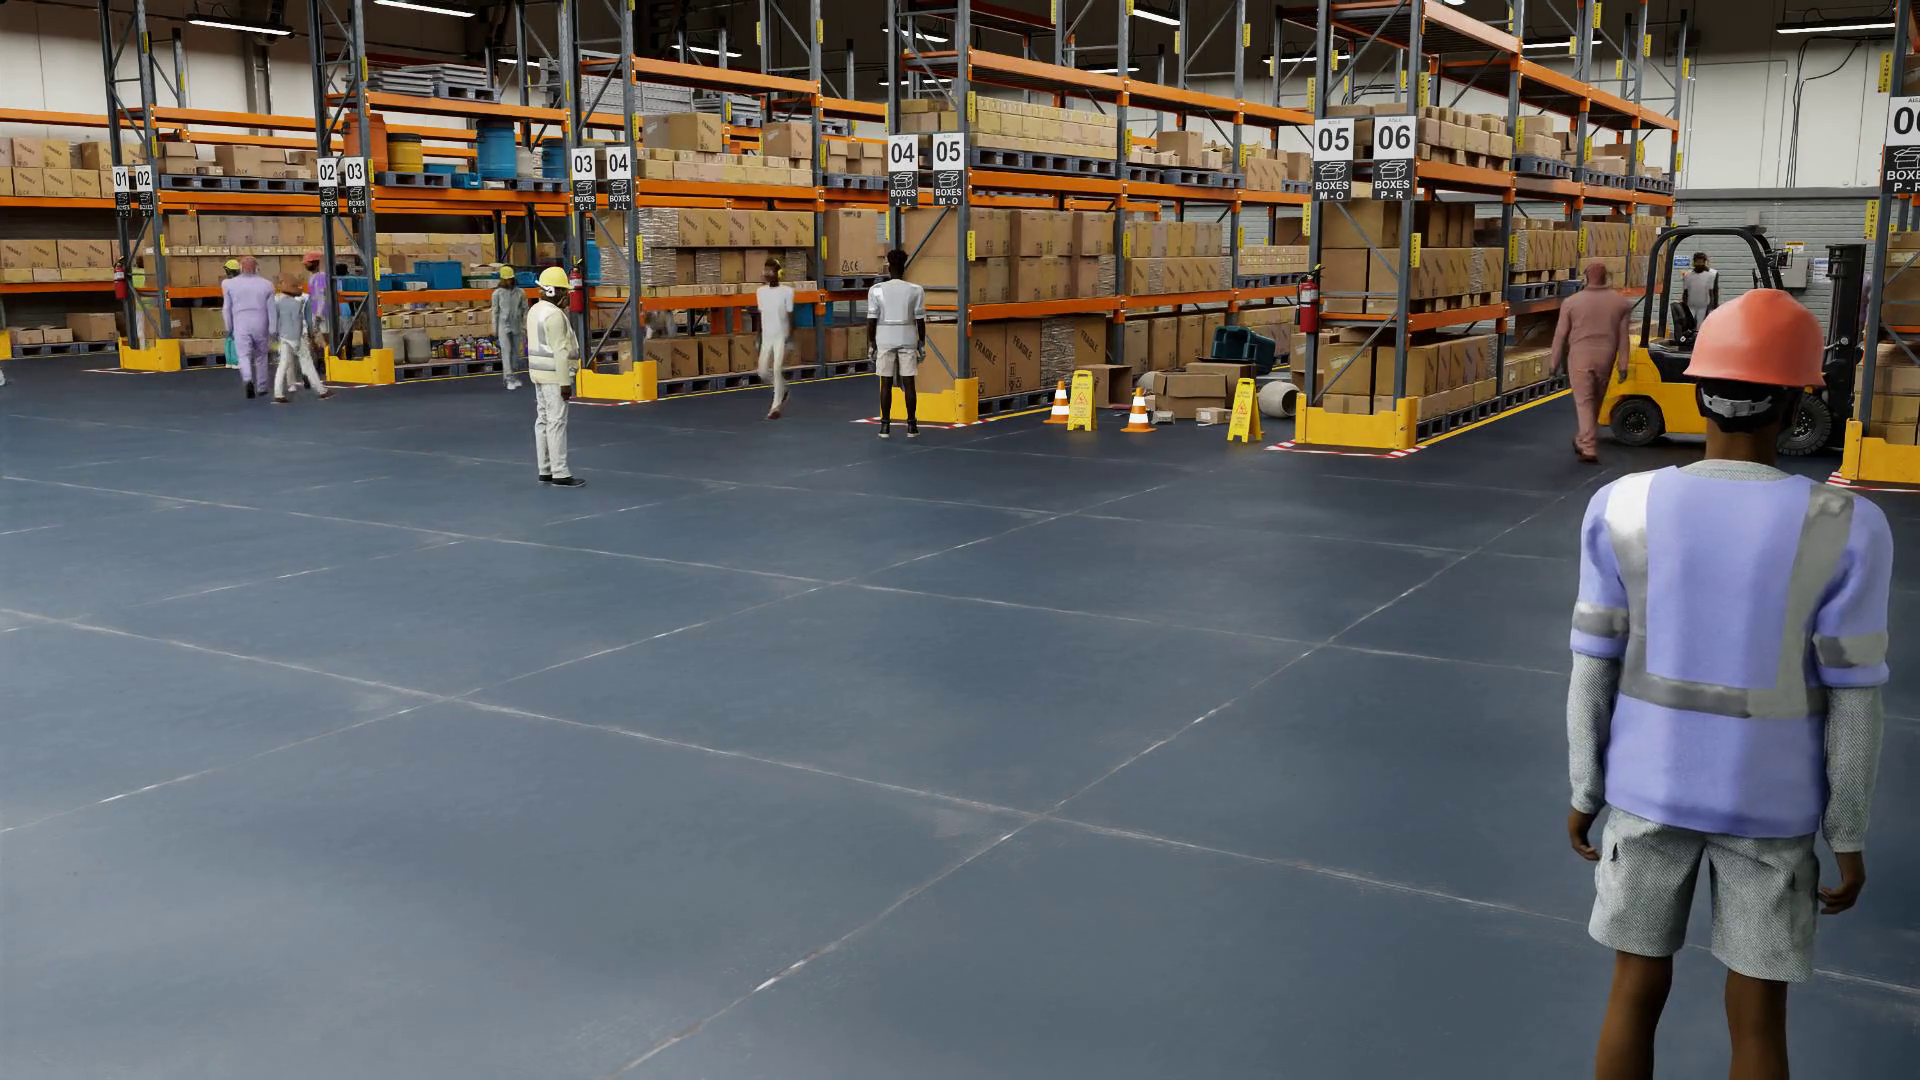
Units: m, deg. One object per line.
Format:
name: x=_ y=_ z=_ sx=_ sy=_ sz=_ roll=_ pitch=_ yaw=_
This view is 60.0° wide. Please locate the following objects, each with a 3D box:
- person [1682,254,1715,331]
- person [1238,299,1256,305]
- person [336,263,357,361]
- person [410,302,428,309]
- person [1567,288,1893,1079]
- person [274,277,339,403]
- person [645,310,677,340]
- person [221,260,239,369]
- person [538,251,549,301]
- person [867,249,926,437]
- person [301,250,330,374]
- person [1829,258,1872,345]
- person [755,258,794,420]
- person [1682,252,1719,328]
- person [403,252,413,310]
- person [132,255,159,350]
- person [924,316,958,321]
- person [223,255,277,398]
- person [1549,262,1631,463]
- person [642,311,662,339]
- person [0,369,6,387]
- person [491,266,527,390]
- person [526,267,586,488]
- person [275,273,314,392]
person: x=12.342 y=-3.855 z=27.832 sx=0.523 sy=1.840 sz=0.781 roll=5 pitch=11 yaw=27
person: x=6.048 y=-5.076 z=34.543 sx=0.986 sy=1.884 sz=0.565 roll=7 pitch=12 yaw=33
person: x=-9.983 y=-3.631 z=26.983 sx=0.535 sy=1.700 sz=0.318 roll=7 pitch=12 yaw=35
person: x=-11.252 y=-5.018 z=34.584 sx=0.536 sy=1.764 sz=0.331 roll=7 pitch=12 yaw=35
person: x=1.473 y=0.489 z=3.242 sx=0.552 sy=1.935 sz=0.368 roll=6 pitch=12 yaw=32
person: x=-8.414 y=-2.546 z=21.207 sx=0.503 sy=1.594 sz=0.830 roll=8 pitch=13 yaw=39
person: x=-5.805 y=-4.614 z=32.242 sx=0.639 sy=1.797 sz=0.945 roll=6 pitch=12 yaw=29
person: x=-11.688 y=-3.625 z=26.792 sx=0.517 sy=1.757 sz=0.336 roll=8 pitch=13 yaw=39
person: x=-8.138 y=-4.671 z=32.325 sx=0.606 sy=1.870 sz=0.535 roll=5 pitch=11 yaw=25
person: x=-0.660 y=-2.050 z=17.376 sx=0.616 sy=1.964 sz=0.361 roll=-1 pitch=10 yaw=-3
person: x=-9.971 y=-3.523 z=25.789 sx=0.553 sy=1.913 sz=0.579 roll=10 pitch=14 yaw=44
person: x=12.774 y=-3.176 z=23.837 sx=0.588 sy=1.919 sz=0.403 roll=6 pitch=12 yaw=29
person: x=-2.127 y=-2.314 z=19.166 sx=0.545 sy=1.856 sz=0.477 roll=5 pitch=11 yaw=24
person: x=13.253 y=-4.215 z=29.775 sx=0.610 sy=1.876 sz=0.607 roll=7 pitch=12 yaw=33
person: x=-11.623 y=-5.189 z=35.346 sx=0.594 sy=1.839 sz=0.988 roll=7 pitch=13 yaw=36
person: x=-14.020 y=-4.003 z=28.722 sx=0.638 sy=1.824 sz=0.610 roll=1 pitch=10 yaw=6
person: x=-0.233 y=-3.017 z=22.613 sx=0.604 sy=2.038 sz=0.404 roll=4 pitch=11 yaw=21
person: x=-9.313 y=-2.798 z=21.845 sx=0.652 sy=1.877 sz=0.870 roll=-5 pitch=11 yaw=-24
person: x=5.878 y=-1.665 z=15.558 sx=0.662 sy=1.849 sz=1.032 roll=0 pitch=10 yaw=0
person: x=-4.802 y=-3.591 z=25.860 sx=0.868 sy=2.014 sz=0.649 roll=-8 pitch=13 yaw=-39
person: x=-13.714 y=-2.943 z=23.368 sx=0.408 sy=1.606 sz=0.540 roll=-6 pitch=12 yaw=-31
person: x=-6.283 y=-2.954 z=23.144 sx=0.509 sy=1.713 sz=0.605 roll=-8 pitch=13 yaw=-36
person: x=-3.368 y=-1.344 z=13.826 sx=0.404 sy=1.825 sz=0.586 roll=-7 pitch=12 yaw=-33
person: x=-9.009 y=-2.792 z=22.485 sx=0.528 sy=1.620 sz=0.514 roll=-5 pitch=11 yaw=-25
